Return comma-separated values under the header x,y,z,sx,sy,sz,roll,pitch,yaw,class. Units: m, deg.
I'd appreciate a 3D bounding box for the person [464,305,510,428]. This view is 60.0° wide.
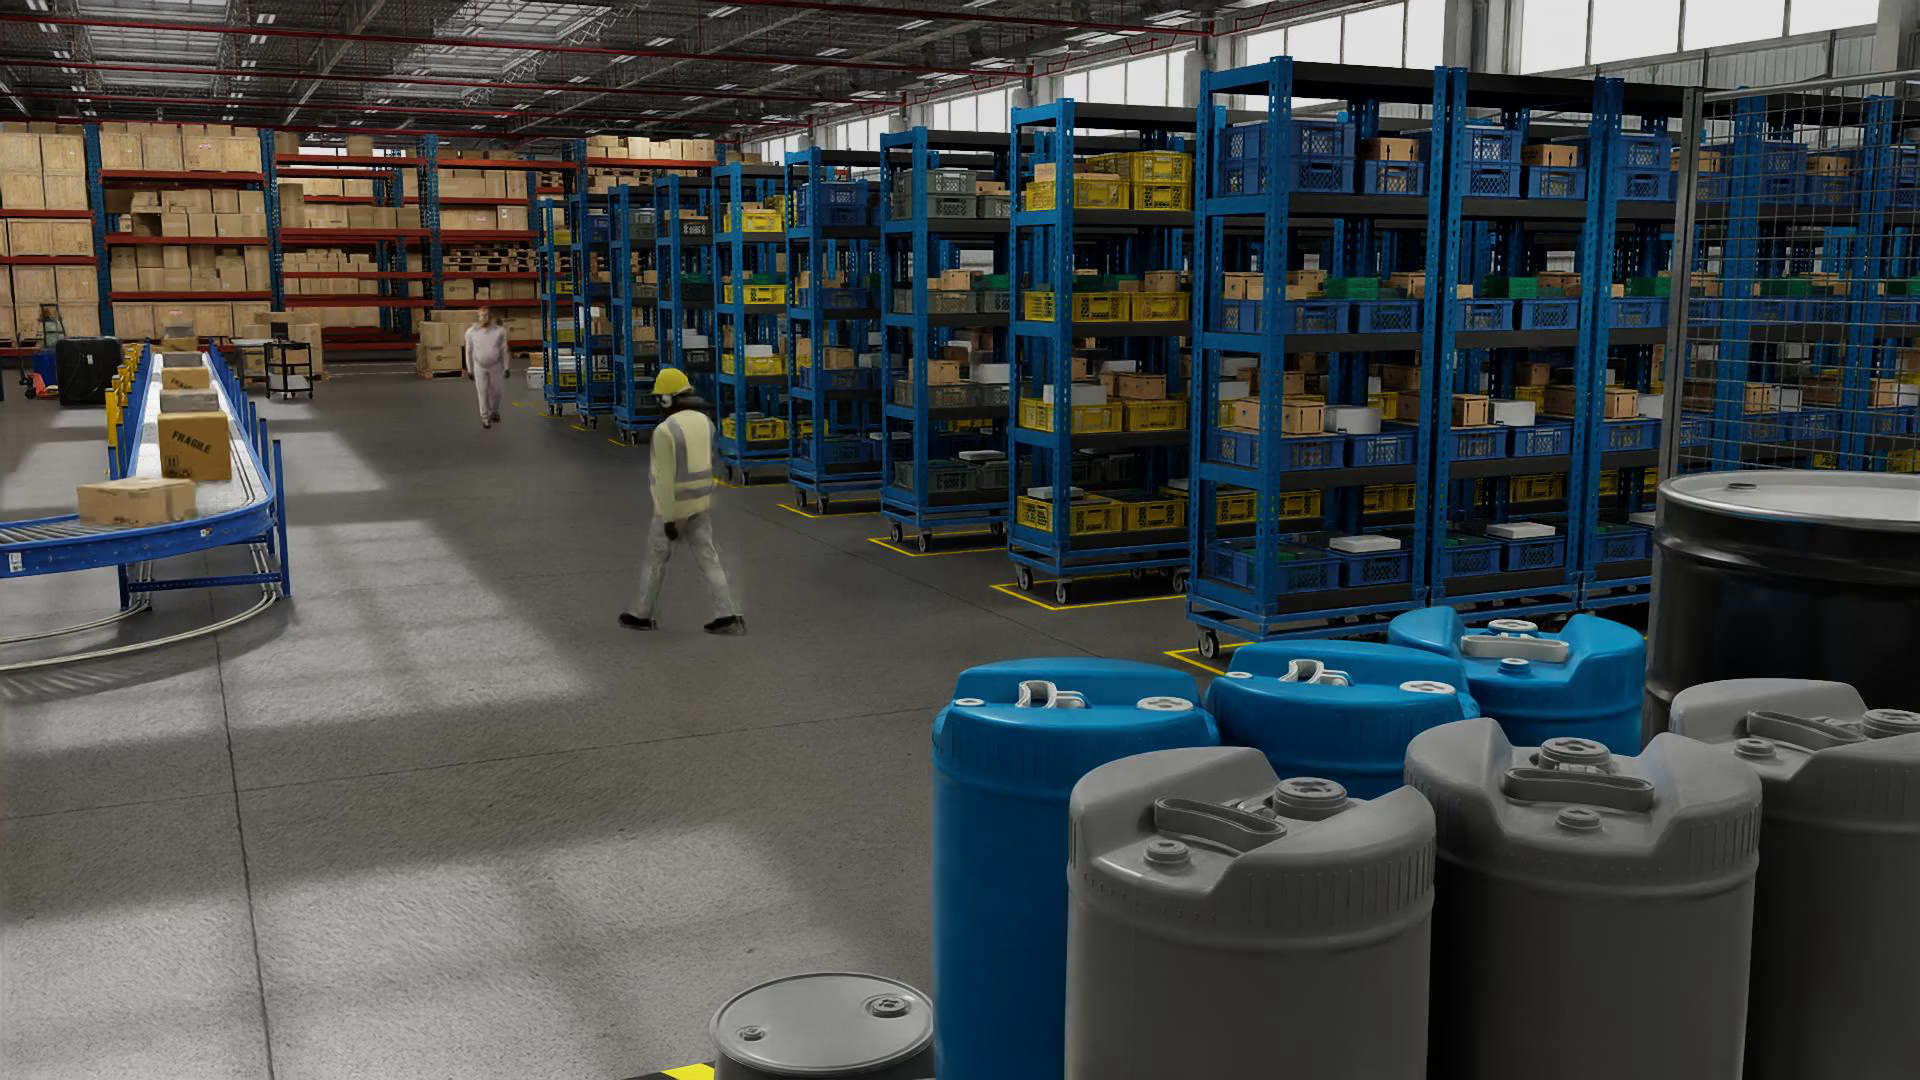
x,y,z,sx,sy,sz,roll,pitch,yaw,class
-7.329,-2.685,25.788,0.670,1.893,0.487,-3,10,-19,person

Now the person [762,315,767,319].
x,y,z,sx,sy,sz,roll,pitch,yaw,class
-4.122,-4.228,35.087,0.391,1.986,0.609,3,10,20,person

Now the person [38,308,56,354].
x,y,z,sx,sy,sz,roll,pitch,yaw,class
-20.212,-4.322,36.786,0.554,1.618,0.499,0,9,-2,person

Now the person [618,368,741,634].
x,y,z,sx,sy,sz,roll,pitch,yaw,class
-1.857,-0.251,11.056,0.904,1.788,0.599,5,11,30,person

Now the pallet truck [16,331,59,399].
x,y,z,sx,sy,sz,roll,pitch,yaw,class
-17.082,-3.353,31.781,1.630,1.274,0.653,-4,10,-25,pallet truck
